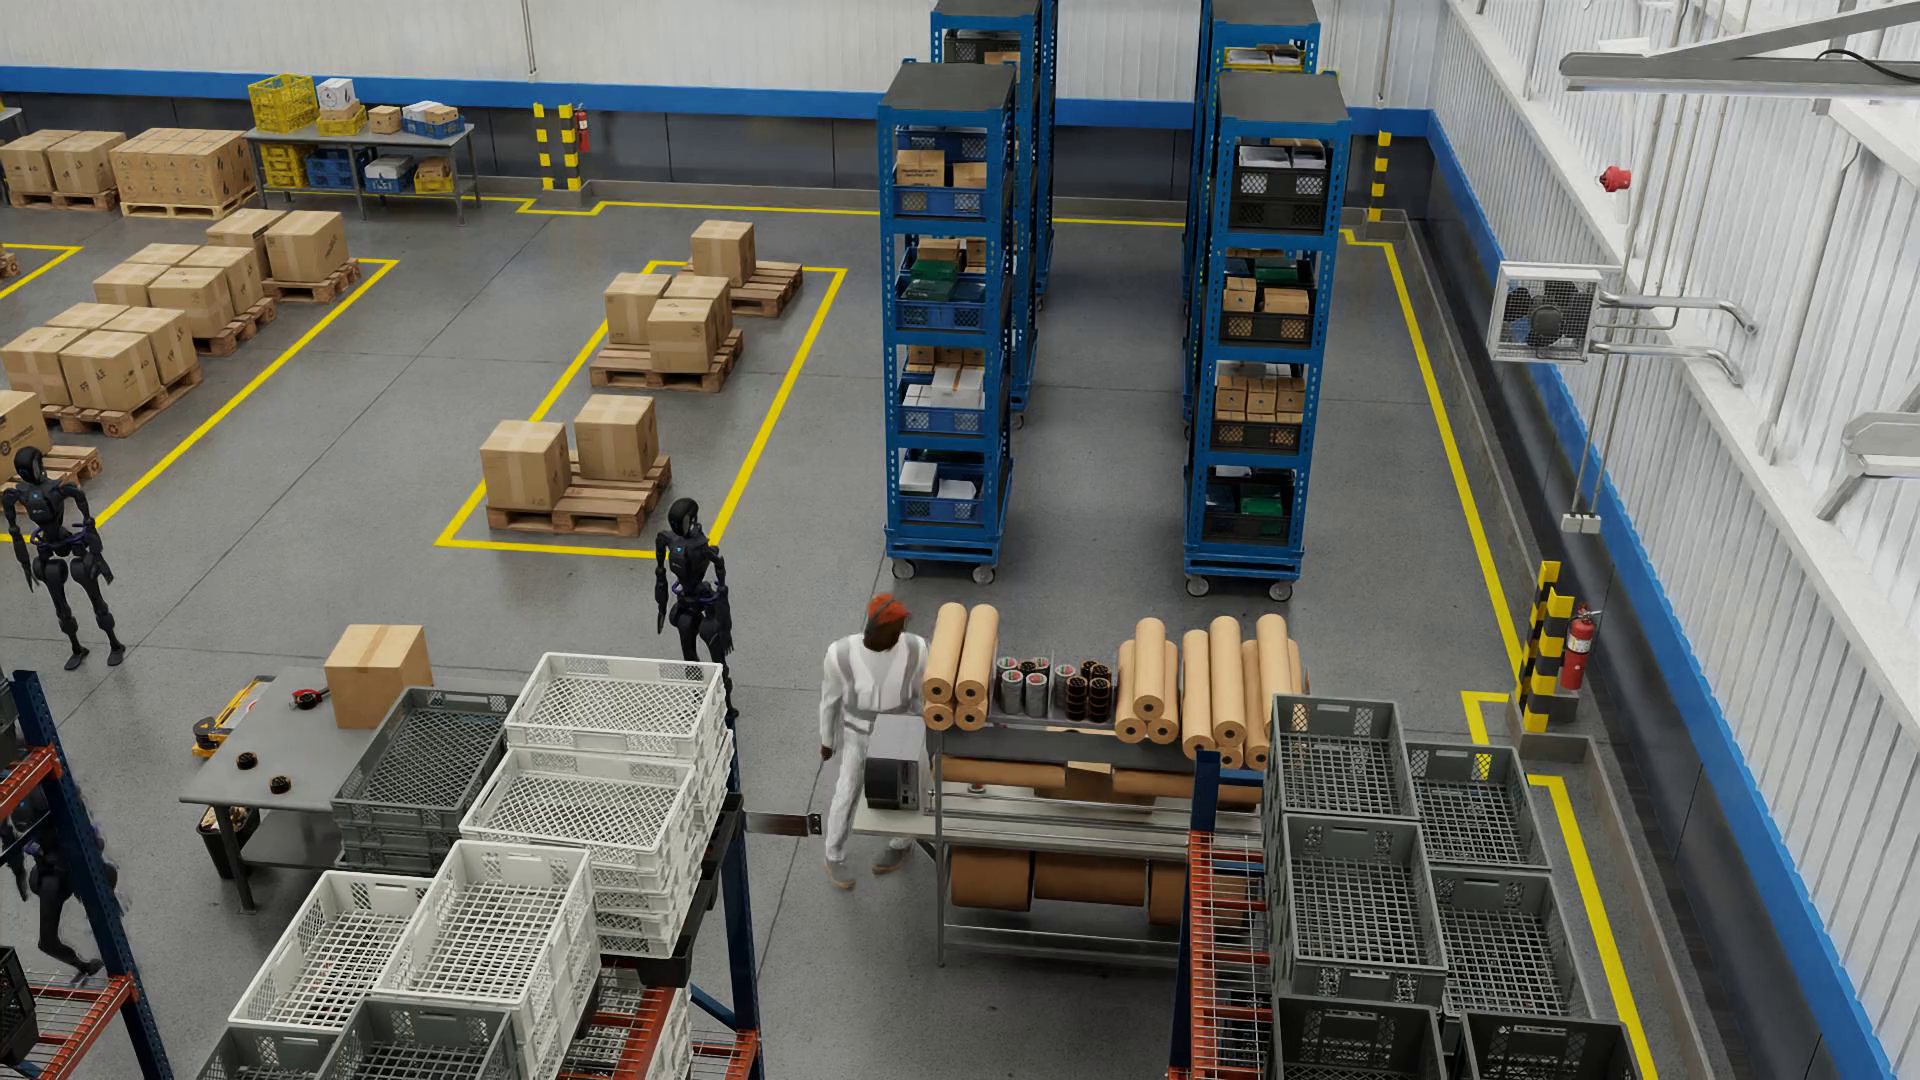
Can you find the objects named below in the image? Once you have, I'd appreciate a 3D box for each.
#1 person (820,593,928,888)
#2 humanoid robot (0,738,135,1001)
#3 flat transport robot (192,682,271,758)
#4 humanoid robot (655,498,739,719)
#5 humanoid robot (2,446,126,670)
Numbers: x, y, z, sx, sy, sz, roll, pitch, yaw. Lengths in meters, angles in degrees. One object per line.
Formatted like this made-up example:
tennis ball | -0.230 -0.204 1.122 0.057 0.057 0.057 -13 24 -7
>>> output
person | -0.467 1.082 9.246 0.613 1.855 0.421 -5 31 -8
humanoid robot | -4.490 1.701 8.352 0.640 1.648 0.430 2 30 3
flat transport robot | -4.089 1.163 10.648 1.431 0.197 0.652 3 30 6
humanoid robot | -1.660 0.459 10.482 0.573 1.652 0.328 15 34 24
humanoid robot | -5.956 0.124 11.058 0.564 1.652 0.325 -5 31 -8
